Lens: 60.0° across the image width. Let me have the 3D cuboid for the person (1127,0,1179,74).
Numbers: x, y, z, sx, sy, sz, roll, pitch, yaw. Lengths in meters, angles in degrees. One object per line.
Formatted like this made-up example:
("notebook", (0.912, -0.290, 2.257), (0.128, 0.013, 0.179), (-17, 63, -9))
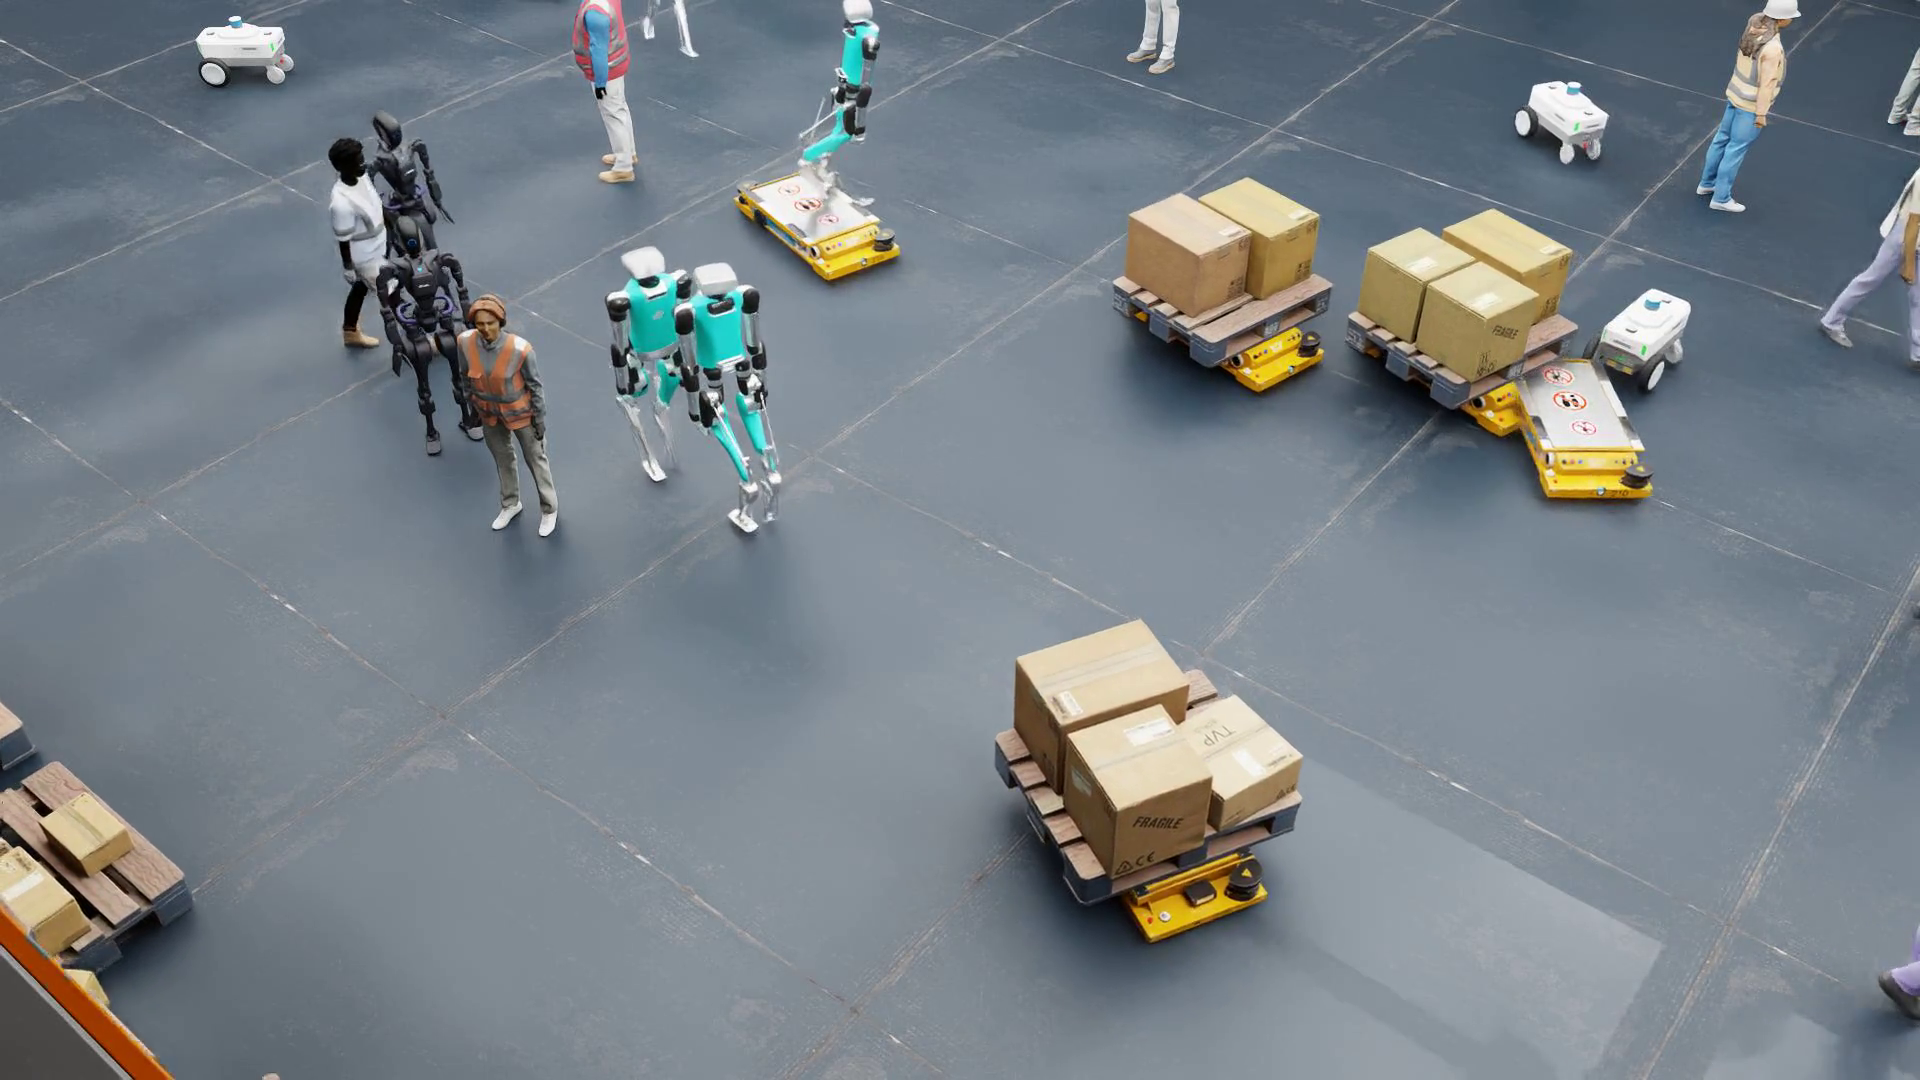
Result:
("person", (1.805, -5.139, 14.878), (0.356, 1.882, 0.573), (-25, 46, -26))

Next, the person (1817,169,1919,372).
("person", (6.487, -1.982, 11.233), (0.575, 1.791, 0.934), (-20, 44, -22))

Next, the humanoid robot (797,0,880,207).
("humanoid robot", (-1.000, -3.226, 12.743), (0.831, 1.771, 0.543), (-14, 42, -16))

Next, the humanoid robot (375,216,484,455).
("humanoid robot", (-3.329, -1.307, 10.517), (0.599, 1.657, 0.315), (-20, 44, -22))

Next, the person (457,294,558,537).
("person", (-2.685, -0.740, 9.884), (0.516, 1.645, 0.306), (9, 41, 11))

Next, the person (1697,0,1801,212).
("person", (6.132, -3.416, 12.968), (0.367, 1.729, 0.496), (-2, 40, -2))

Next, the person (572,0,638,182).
("person", (-2.854, -3.771, 13.311), (0.431, 1.837, 0.630), (-3, 40, -3))

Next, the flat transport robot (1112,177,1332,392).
("flat transport robot", (1.856, -1.558, 11.911), (0.659, 0.231, 1.431), (-27, 47, -28))

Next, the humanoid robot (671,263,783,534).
("humanoid robot", (-1.280, -0.723, 9.791), (0.531, 1.784, 0.710), (-23, 45, -24))

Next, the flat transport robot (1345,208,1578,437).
("flat transport robot", (3.440, -1.236, 11.532), (0.659, 0.231, 1.431), (-24, 46, -26))

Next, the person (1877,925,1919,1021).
("person", (4.436, 1.410, 7.227), (0.458, 1.816, 0.639), (-5, 41, -5))

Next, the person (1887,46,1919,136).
("person", (8.285, -4.235, 13.930), (0.317, 1.731, 0.494), (-11, 42, -13))

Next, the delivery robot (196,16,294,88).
("delivery robot", (-6.520, -4.436, 15.091), (0.808, 0.614, 0.499), (0, 40, 0))

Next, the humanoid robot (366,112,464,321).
("humanoid robot", (-3.916, -2.318, 11.752), (0.675, 1.617, 0.603), (26, 47, 27))

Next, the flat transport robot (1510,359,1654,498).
("flat transport robot", (4.039, -0.784, 11.000), (0.659, 0.231, 1.431), (0, 40, 0))

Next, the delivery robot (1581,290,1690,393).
("delivery robot", (4.738, -1.419, 11.521), (0.524, 0.586, 0.736), (31, 49, 32))

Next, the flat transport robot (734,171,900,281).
("flat transport robot", (-1.138, -2.499, 13.018), (0.659, 0.231, 1.431), (-25, 46, -26))

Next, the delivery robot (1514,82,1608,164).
("delivery robot", (5.116, -3.577, 14.069), (0.499, 0.600, 0.802), (-12, 42, -14))

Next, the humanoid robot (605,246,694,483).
("humanoid robot", (-1.947, -1.068, 10.239), (0.534, 1.829, 0.729), (-25, 46, -26))

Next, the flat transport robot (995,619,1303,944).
("flat transport robot", (0.913, 1.365, 8.472), (0.659, 0.231, 1.431), (-16, 43, -18))

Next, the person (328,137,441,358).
("person", (-3.999, -1.980, 11.339), (0.872, 1.646, 0.528), (-3, 40, -3))

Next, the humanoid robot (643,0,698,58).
("humanoid robot", (-2.717, -5.303, 15.209), (0.554, 1.796, 0.967), (-27, 47, -28))
